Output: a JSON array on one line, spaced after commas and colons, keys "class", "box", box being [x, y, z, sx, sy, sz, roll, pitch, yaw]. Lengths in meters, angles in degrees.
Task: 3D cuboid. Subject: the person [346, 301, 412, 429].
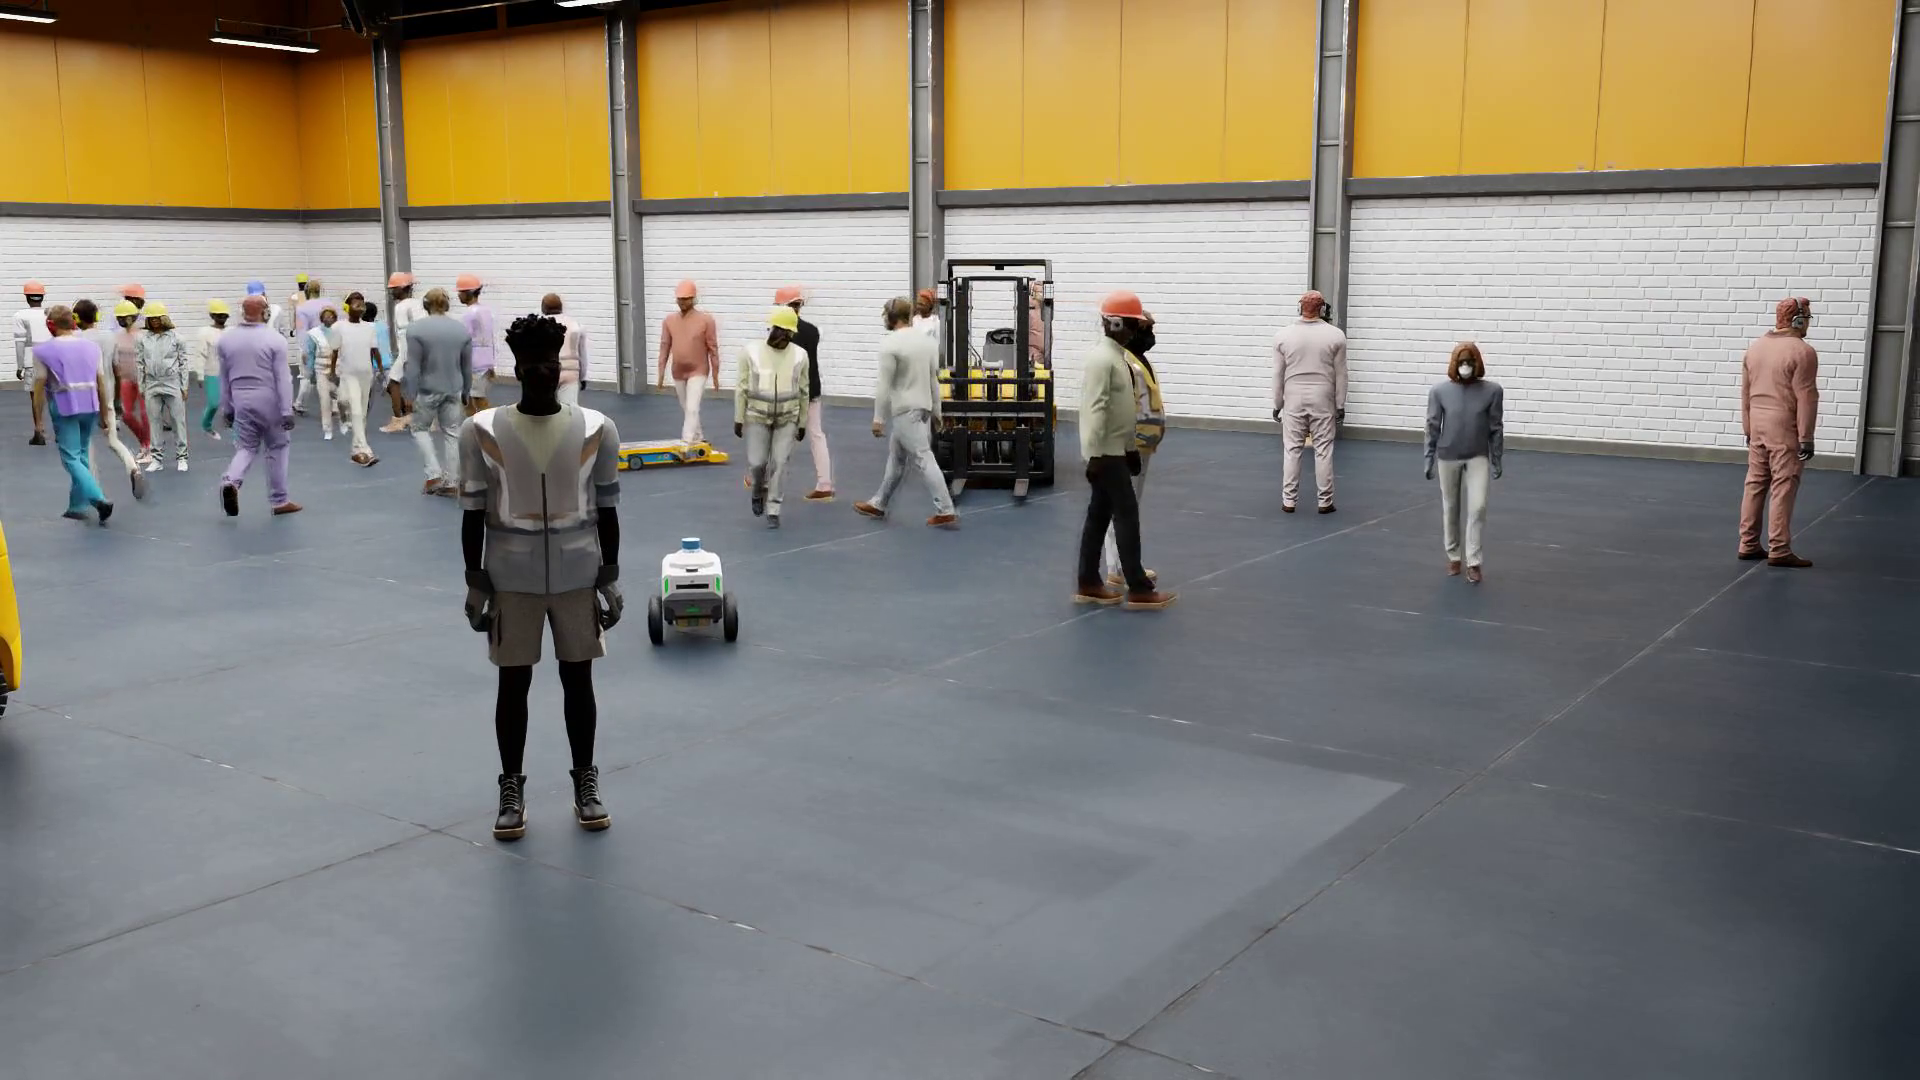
[{"class": "person", "box": [-7.443, -2.229, 21.316, 0.894, 1.650, 0.562, 2, 10, 14]}]

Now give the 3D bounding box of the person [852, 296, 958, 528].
[{"class": "person", "box": [-0.437, -1.036, 13.542, 1.078, 1.872, 0.640, 6, 11, 31]}]

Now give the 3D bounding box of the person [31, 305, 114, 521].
[{"class": "person", "box": [-7.269, -1.027, 13.694, 0.769, 1.811, 0.577, 5, 11, 29]}]

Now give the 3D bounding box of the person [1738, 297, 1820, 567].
[{"class": "person", "box": [5.856, -0.768, 11.837, 0.401, 1.907, 0.646, -2, 10, -14]}]

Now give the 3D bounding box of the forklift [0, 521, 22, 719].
[{"class": "forklift", "box": [-5.296, -0.090, 6.943, 1.214, 2.155, 2.313, 7, 12, 35]}]

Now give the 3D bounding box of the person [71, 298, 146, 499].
[{"class": "person", "box": [-7.734, -1.254, 14.973, 0.834, 1.838, 0.524, 6, 11, 34]}]

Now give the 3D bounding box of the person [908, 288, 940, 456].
[{"class": "person", "box": [-0.310, -1.849, 18.419, 0.572, 1.858, 0.617, -5, 11, -29]}]

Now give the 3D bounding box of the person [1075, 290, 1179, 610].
[{"class": "person", "box": [1.071, -0.552, 10.334, 0.760, 1.971, 0.652, 2, 10, 12]}]

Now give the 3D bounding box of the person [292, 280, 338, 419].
[{"class": "person", "box": [-8.863, -2.608, 22.835, 1.031, 1.884, 0.654, 6, 11, 33]}]

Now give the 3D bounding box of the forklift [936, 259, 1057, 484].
[{"class": "forklift", "box": [0.370, -1.738, 16.759, 1.214, 2.155, 2.313, 1, 10, 3]}]

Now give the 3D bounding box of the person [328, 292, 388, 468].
[{"class": "person", "box": [-6.287, -1.678, 17.500, 0.869, 1.830, 0.561, 9, 13, 42]}]

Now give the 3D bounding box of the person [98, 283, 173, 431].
[{"class": "person", "box": [-10.534, -2.301, 21.077, 1.020, 1.891, 0.553, 2, 10, 12]}]

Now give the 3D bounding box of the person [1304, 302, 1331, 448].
[{"class": "person", "box": [4.140, -1.912, 19.306, 0.320, 1.691, 0.536, 2, 10, 12]}]

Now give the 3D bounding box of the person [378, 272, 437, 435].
[{"class": "person", "box": [-6.934, -2.306, 20.694, 0.815, 2.014, 0.636, 2, 10, 9]}]

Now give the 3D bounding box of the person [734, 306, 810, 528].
[{"class": "person", "box": [-1.535, -1.003, 13.560, 0.628, 1.796, 0.517, -2, 10, -13]}]

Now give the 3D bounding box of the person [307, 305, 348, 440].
[{"class": "person", "box": [-7.594, -2.017, 20.089, 0.542, 1.620, 0.394, -3, 10, -17]}]

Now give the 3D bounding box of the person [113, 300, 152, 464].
[{"class": "person", "box": [-8.791, -1.680, 17.719, 0.556, 1.745, 0.379, 3, 10, 17]}]

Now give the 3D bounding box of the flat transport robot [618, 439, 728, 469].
[{"class": "flat transport robot", "box": [-3.249, -0.916, 17.577, 1.431, 0.197, 0.652, -6, 11, -32]}]

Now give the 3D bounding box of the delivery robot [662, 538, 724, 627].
[{"class": "delivery robot", "box": [-1.551, 0.232, 9.622, 0.477, 0.478, 0.707, -2, 10, -9]}]

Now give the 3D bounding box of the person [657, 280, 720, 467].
[{"class": "person", "box": [-2.914, -1.750, 17.556, 0.652, 1.942, 0.988, 3, 10, 17]}]

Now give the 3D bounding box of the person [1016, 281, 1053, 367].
[{"class": "person", "box": [0.980, -2.323, 21.100, 0.408, 1.909, 0.638, 6, 11, 31]}]

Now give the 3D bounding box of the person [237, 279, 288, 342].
[{"class": "person", "box": [-9.059, -2.428, 21.683, 0.612, 1.915, 0.639, -6, 11, -30]}]

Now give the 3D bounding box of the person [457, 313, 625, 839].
[{"class": "person", "box": [-1.569, 0.136, 6.274, 0.607, 1.966, 0.367, -3, 10, -19]}]

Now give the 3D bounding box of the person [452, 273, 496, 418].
[{"class": "person", "box": [-5.447, -1.937, 18.467, 0.707, 2.018, 0.626, 0, 10, 1]}]

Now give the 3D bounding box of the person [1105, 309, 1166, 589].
[{"class": "person", "box": [1.149, -0.608, 11.077, 0.430, 1.844, 0.624, 3, 10, 20]}]

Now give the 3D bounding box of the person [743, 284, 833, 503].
[{"class": "person", "box": [-1.525, -1.317, 14.993, 1.013, 1.938, 0.602, 8, 13, 41]}]

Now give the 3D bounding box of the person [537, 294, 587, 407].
[{"class": "person", "box": [-4.306, -1.709, 17.754, 0.649, 1.810, 0.858, -3, 10, -20]}]

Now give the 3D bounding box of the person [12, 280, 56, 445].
[{"class": "person", "box": [-10.826, -2.083, 19.572, 0.365, 1.935, 0.552, 8, 13, 41]}]

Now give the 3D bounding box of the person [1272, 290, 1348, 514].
[{"class": "person", "box": [2.995, -1.174, 14.253, 0.638, 1.910, 0.407, 3, 10, 16]}]

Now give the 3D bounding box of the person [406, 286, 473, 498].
[{"class": "person", "box": [-4.757, -1.339, 15.177, 0.664, 1.925, 0.484, -9, 13, -42]}]

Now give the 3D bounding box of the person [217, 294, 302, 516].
[{"class": "person", "box": [-5.936, -1.118, 13.996, 0.660, 1.883, 0.721, 2, 10, 12]}]

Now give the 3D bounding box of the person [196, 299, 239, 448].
[{"class": "person", "box": [-8.650, -1.948, 19.391, 0.555, 1.731, 0.756, -9, 13, -43]}]

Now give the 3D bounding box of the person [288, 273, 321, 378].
[{"class": "person", "box": [-12.063, -3.938, 30.653, 0.594, 1.925, 0.368, -7, 12, -37]}]

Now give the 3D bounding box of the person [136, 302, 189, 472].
[{"class": "person", "box": [-8.182, -1.566, 17.073, 0.493, 1.743, 0.301, -2, 10, -11]}]

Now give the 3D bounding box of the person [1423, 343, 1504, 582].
[{"class": "person", "box": [3.392, -0.517, 11.222, 0.522, 1.600, 0.737, 2, 10, 14]}]
